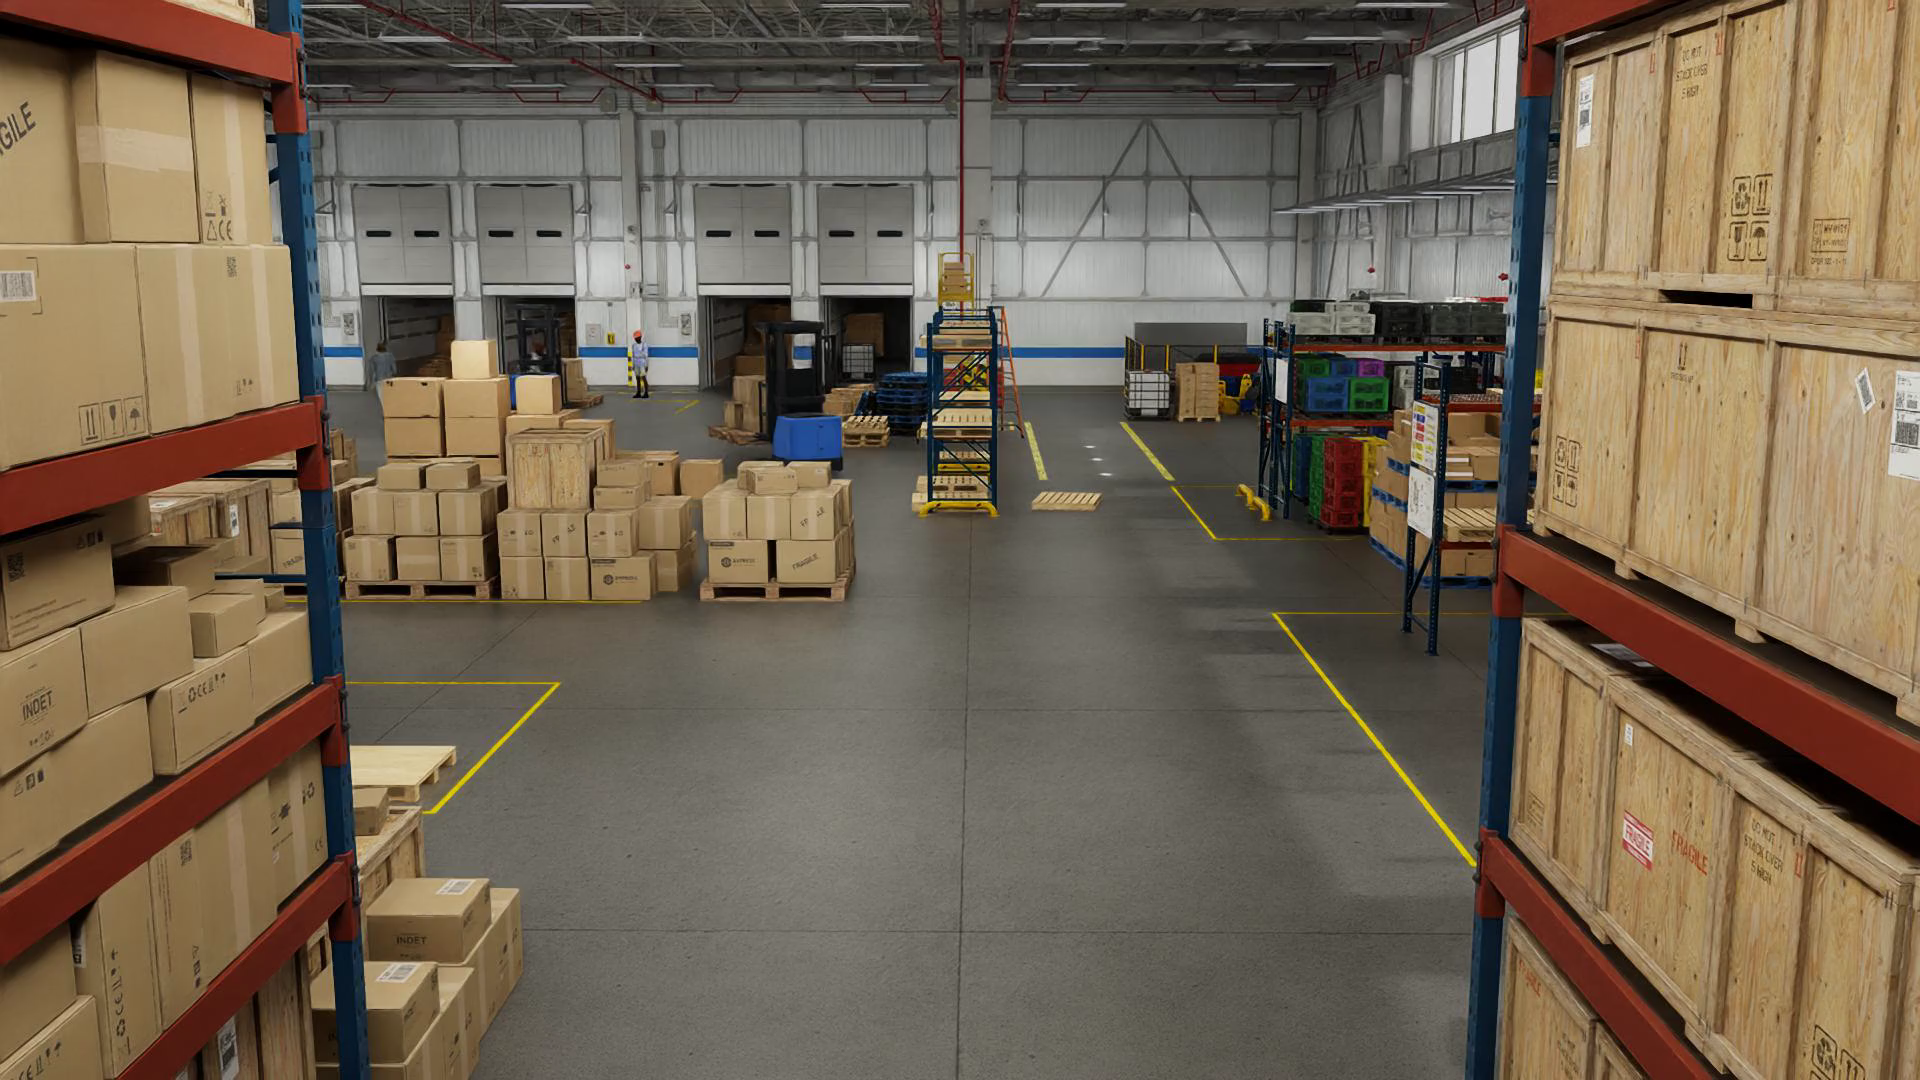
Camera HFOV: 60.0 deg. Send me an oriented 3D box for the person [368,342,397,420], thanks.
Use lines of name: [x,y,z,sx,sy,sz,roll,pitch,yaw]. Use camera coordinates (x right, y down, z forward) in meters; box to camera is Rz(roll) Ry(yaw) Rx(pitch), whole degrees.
person: [-14.323,-3.929,41.173,0.650,1.902,0.904,-7,12,-34]

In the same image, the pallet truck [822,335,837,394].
pallet truck: [-3.021,-4.312,43.126,1.885,1.965,0.823,3,10,17]

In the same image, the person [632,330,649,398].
person: [-9.081,-4.974,47.155,0.552,1.928,0.391,6,11,29]

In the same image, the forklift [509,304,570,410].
forklift: [-10.726,-4.588,42.170,1.129,2.768,1.873,0,10,1]

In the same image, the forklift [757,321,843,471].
forklift: [-3.030,-2.731,31.456,1.129,2.768,1.873,-5,11,-25]

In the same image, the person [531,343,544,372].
person: [-10.704,-4.117,42.459,0.773,1.837,0.651,0,10,1]
